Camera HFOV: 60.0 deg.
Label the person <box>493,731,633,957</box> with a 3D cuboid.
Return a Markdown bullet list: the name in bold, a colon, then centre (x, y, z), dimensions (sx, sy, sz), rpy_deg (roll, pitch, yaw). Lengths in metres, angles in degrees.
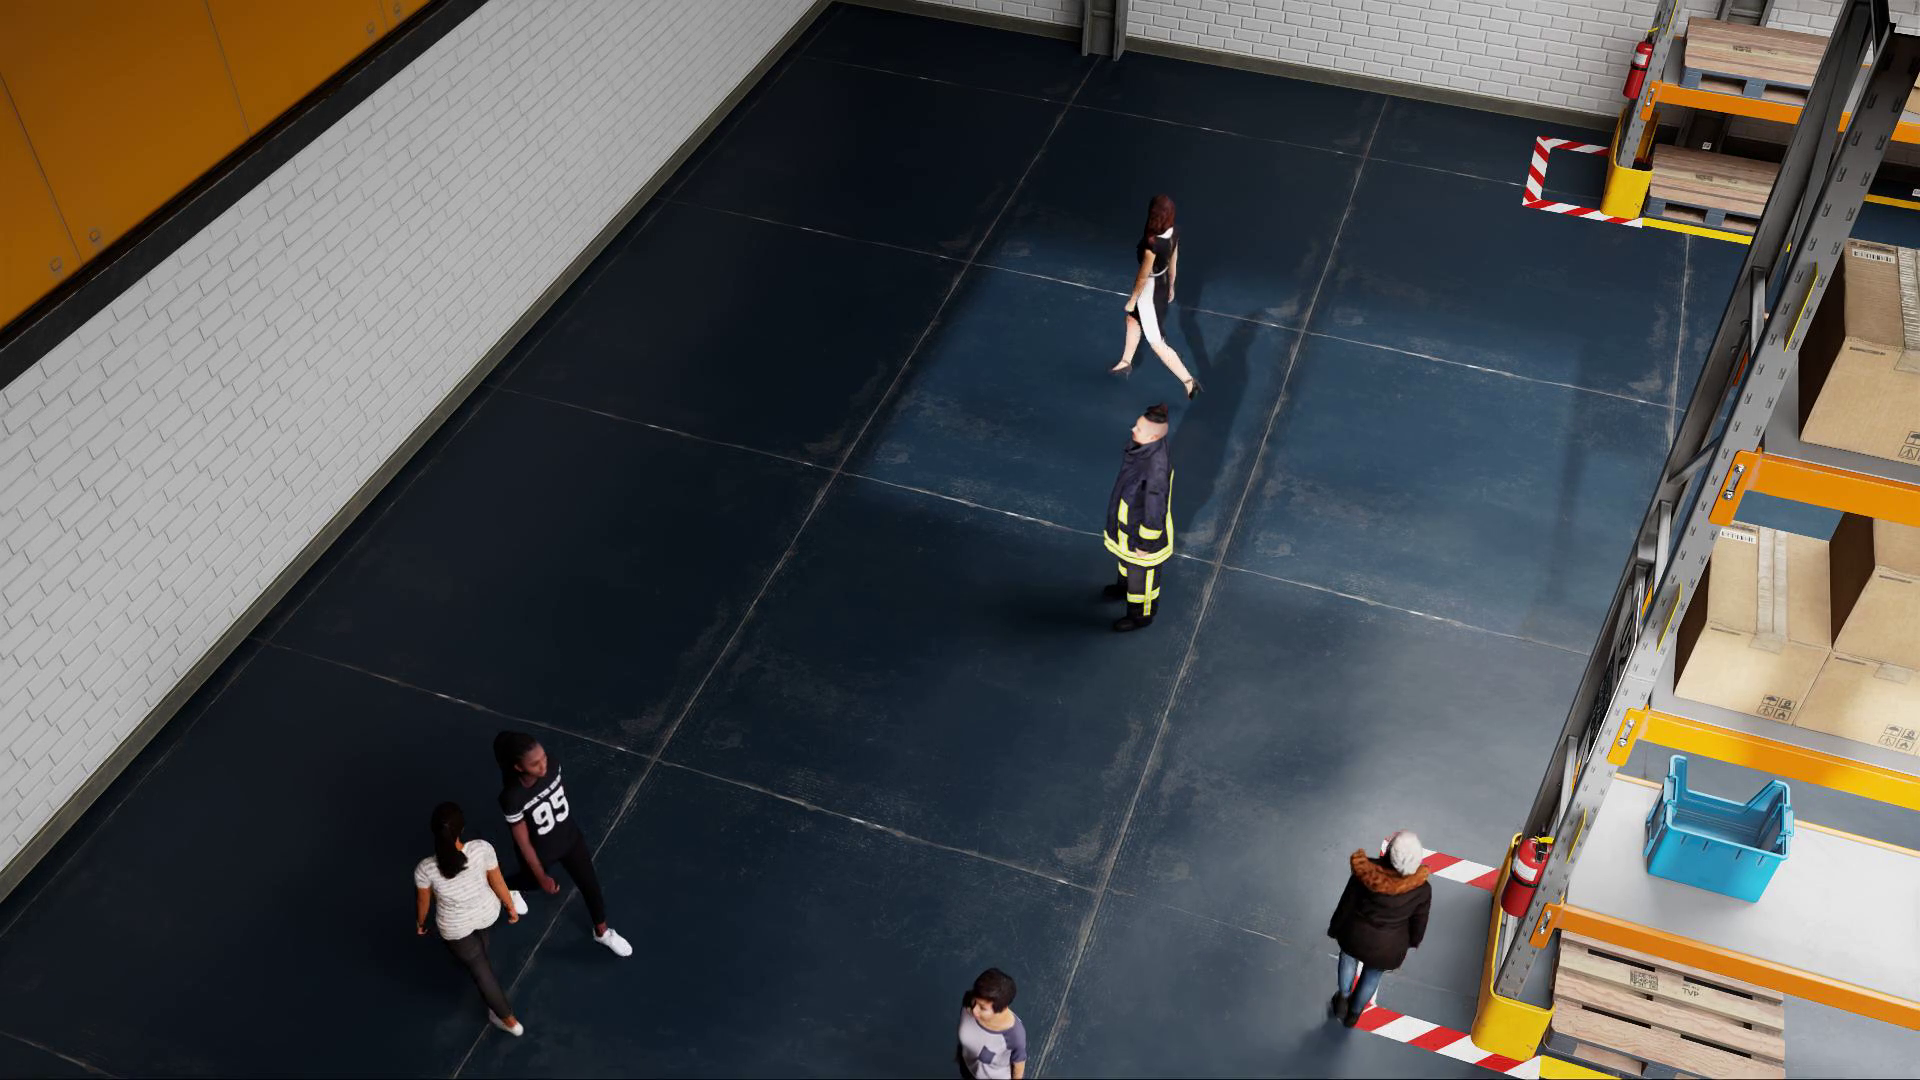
- **person**: centre (-2.372, 1.668, 9.232), dimensions (1.213, 1.696, 0.775), rpy_deg (24, 49, 23)

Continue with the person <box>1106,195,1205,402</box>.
- **person**: centre (1.555, -1.813, 12.840), dimensions (1.155, 1.759, 0.722), rpy_deg (22, 48, 21)

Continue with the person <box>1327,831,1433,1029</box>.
- **person**: centre (2.178, 2.123, 8.806), dimensions (0.543, 1.625, 0.698), rpy_deg (16, 46, 16)

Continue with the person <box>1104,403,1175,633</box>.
- **person**: centre (1.217, -0.171, 11.044), dimensions (0.850, 1.859, 0.857), rpy_deg (-3, 44, -3)

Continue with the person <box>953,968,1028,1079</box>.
- **person**: centre (0.153, 2.617, 8.330), dimensions (0.584, 1.565, 0.698), rpy_deg (33, 53, 30)

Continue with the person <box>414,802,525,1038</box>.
- **person**: centre (-2.566, 2.074, 8.875), dimensions (0.990, 1.600, 1.113), rpy_deg (-27, 50, -26)
